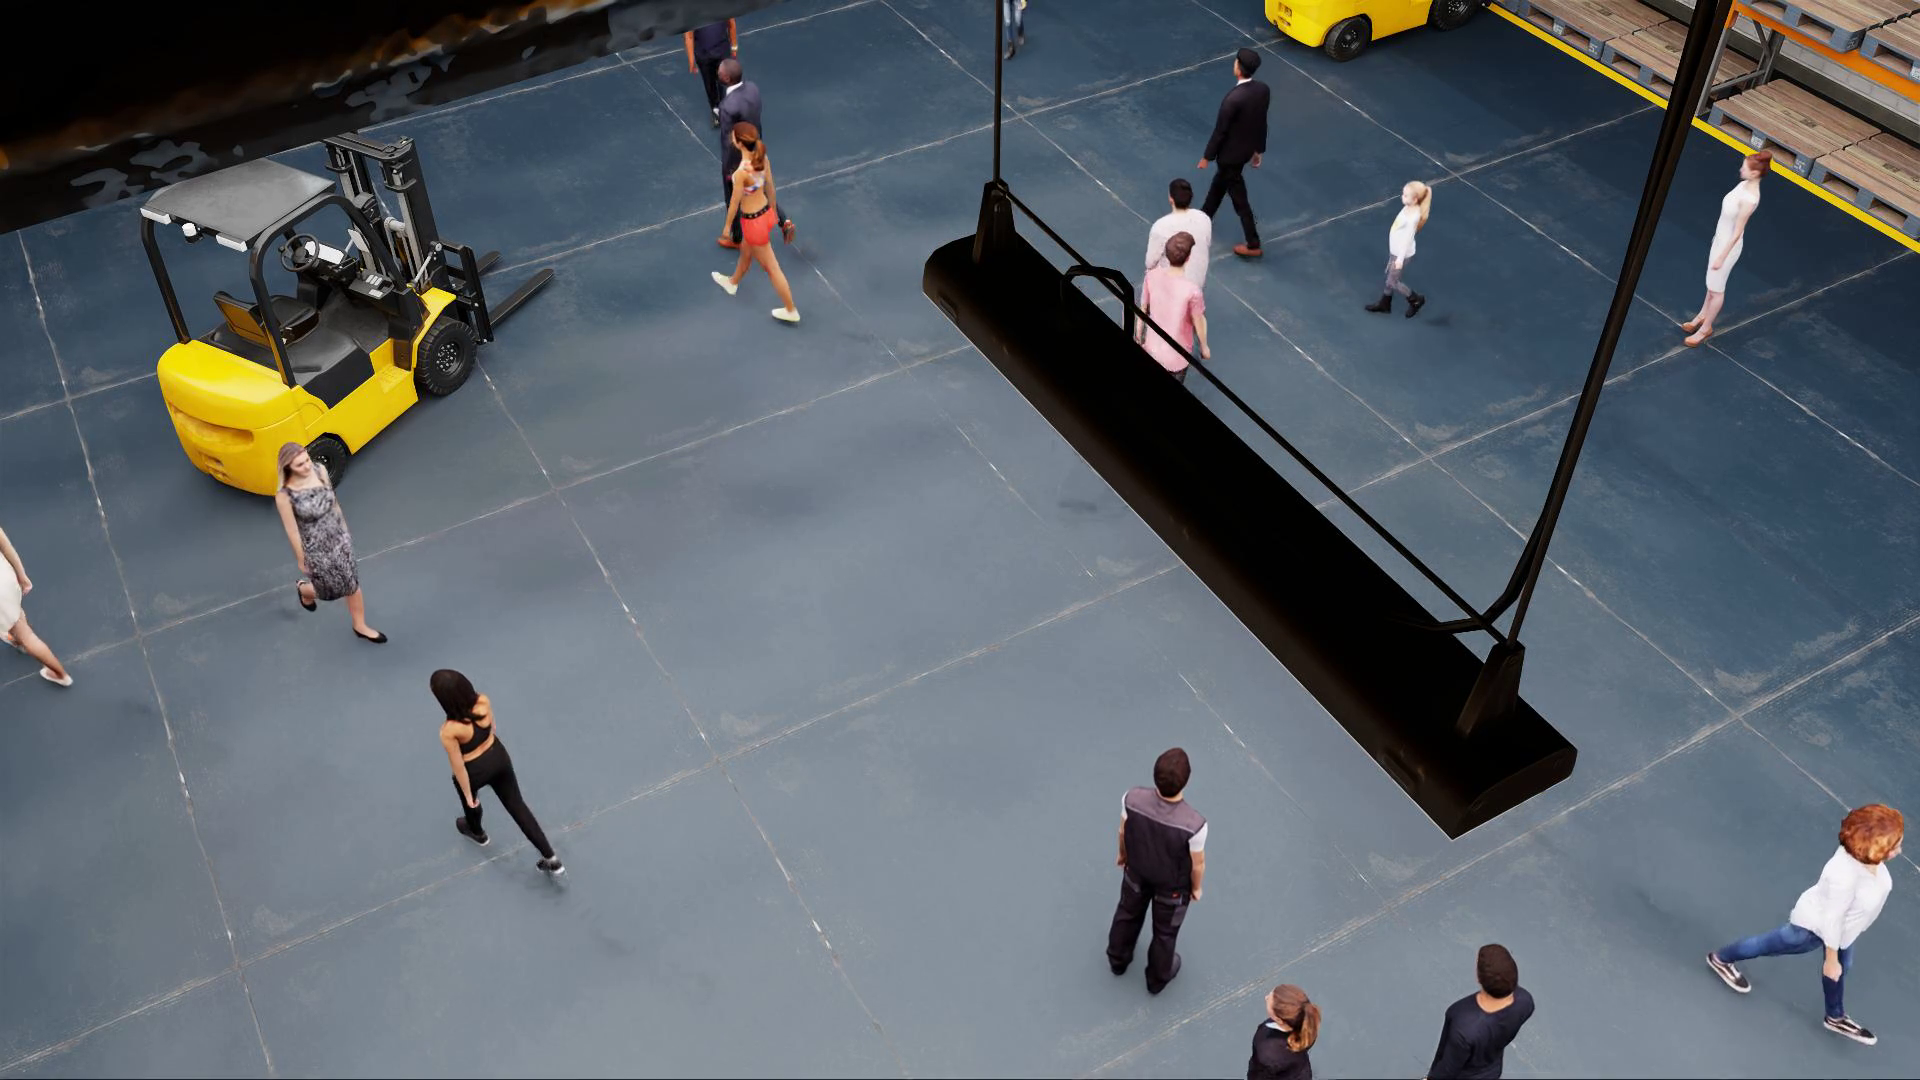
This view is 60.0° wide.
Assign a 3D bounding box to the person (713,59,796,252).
[{"bbox_3d":[-1.790,-3.243,14.232,1.113,1.803,1.005,17,46,17],"label":"person"}]

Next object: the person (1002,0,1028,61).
[{"bbox_3d":[0.564,-5.599,17.064,0.690,1.307,0.739,13,45,14],"label":"person"}]

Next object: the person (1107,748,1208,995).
[{"bbox_3d":[1.062,1.780,8.930,0.700,1.843,0.812,23,48,23],"label":"person"}]

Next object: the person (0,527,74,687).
[{"bbox_3d":[-6.074,0.324,10.575,1.041,1.683,0.904,17,46,17],"label":"person"}]

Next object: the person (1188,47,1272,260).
[{"bbox_3d":[2.421,-3.251,14.214,0.928,1.840,1.261,-34,53,-31],"label":"person"}]

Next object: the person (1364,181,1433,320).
[{"bbox_3d":[3.701,-2.374,13.704,0.763,1.272,0.731,5,44,5],"label":"person"}]

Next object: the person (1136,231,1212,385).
[{"bbox_3d":[1.451,-1.303,12.107,1.083,1.924,0.932,31,52,29],"label":"person"}]

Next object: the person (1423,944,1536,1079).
[{"bbox_3d":[2.467,2.575,8.078,0.633,1.867,0.544,-20,47,-20],"label":"person"}]

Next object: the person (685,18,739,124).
[{"bbox_3d":[-2.354,-4.643,15.752,0.923,1.732,1.261,-7,44,-8],"label":"person"}]

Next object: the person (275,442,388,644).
[{"bbox_3d":[-4.235,0.006,10.904,0.999,1.689,0.843,22,48,21],"label":"person"}]

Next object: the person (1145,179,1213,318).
[{"bbox_3d":[1.713,-2.011,12.996,0.808,1.725,1.001,-11,45,-11],"label":"person"}]

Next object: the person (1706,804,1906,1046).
[{"bbox_3d":[4.501,1.967,8.860,0.754,1.670,1.166,-29,51,-27],"label":"person"}]

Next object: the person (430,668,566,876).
[{"bbox_3d":[-2.670,1.353,9.548,1.151,1.610,0.839,28,50,26],"label":"person"}]

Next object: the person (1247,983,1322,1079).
[{"bbox_3d":[1.599,2.700,8.061,0.750,1.710,1.007,-32,52,-29],"label":"person"}]

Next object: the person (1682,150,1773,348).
[{"bbox_3d":[6.125,-2.325,13.270,0.682,1.800,0.629,12,45,12],"label":"person"}]

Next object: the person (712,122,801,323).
[{"bbox_3d":[-1.567,-2.526,13.521,1.195,1.745,1.011,19,47,19],"label":"person"}]
